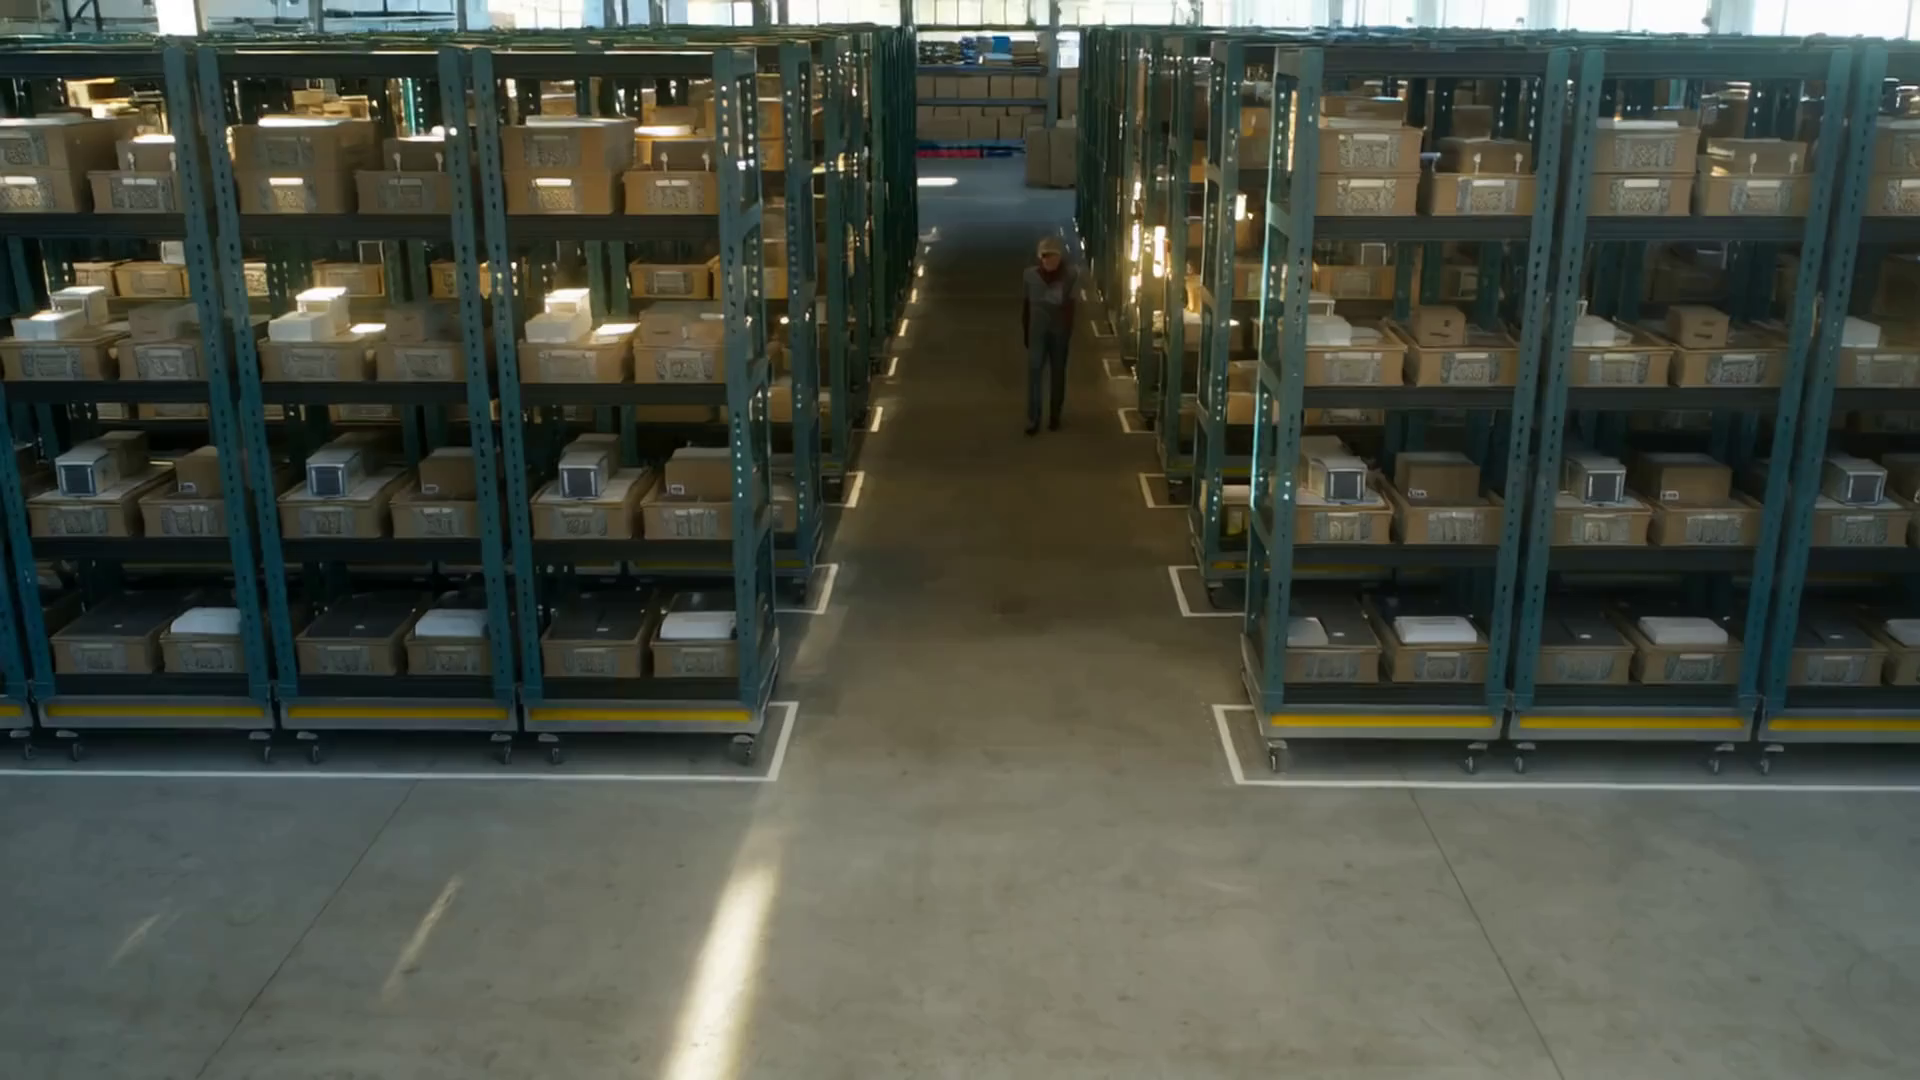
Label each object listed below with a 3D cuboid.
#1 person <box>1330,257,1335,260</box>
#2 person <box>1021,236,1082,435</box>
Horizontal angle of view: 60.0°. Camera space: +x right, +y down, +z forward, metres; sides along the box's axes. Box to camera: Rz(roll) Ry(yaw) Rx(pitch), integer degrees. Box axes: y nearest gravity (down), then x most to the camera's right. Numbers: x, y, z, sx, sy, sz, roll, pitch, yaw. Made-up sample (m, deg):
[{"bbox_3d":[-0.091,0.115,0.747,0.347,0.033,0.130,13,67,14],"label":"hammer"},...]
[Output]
[{"bbox_3d":[4.071,-2.544,17.206,0.612,1.991,0.392,4,18,11],"label":"person"},{"bbox_3d":[0.840,-1.874,15.350,0.593,1.817,0.780,2,18,7],"label":"person"}]
